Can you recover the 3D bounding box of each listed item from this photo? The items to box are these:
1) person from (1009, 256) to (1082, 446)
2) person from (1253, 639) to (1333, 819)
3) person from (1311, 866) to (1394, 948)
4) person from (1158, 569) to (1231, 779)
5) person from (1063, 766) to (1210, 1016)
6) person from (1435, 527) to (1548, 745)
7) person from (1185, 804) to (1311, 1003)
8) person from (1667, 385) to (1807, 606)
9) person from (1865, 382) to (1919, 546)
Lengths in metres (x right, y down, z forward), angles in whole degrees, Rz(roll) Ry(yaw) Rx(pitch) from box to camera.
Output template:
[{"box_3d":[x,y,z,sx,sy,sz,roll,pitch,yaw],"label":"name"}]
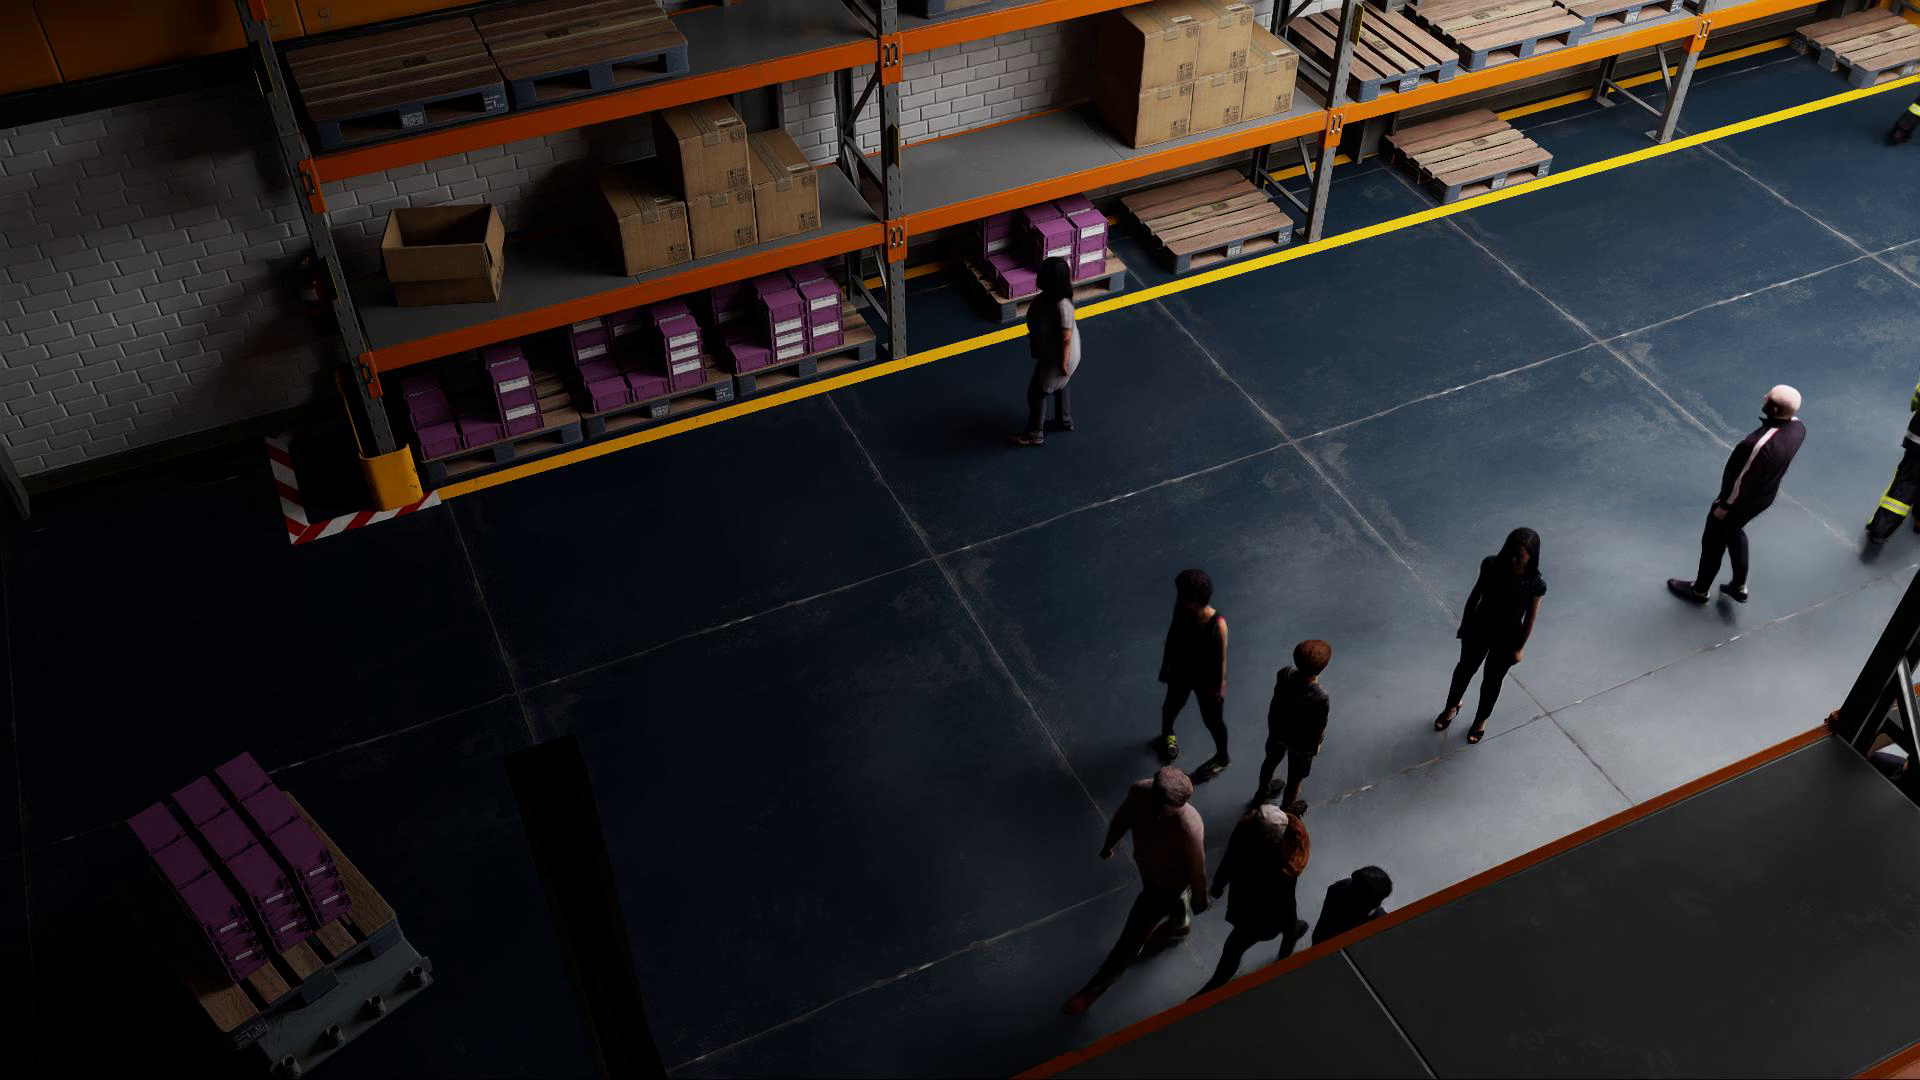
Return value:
[{"box_3d":[0.768,-1.411,12.271,0.878,1.591,0.792,1,44,1],"label":"person"},{"box_3d":[1.951,1.111,9.729,0.599,1.446,0.590,-33,53,-30],"label":"person"},{"box_3d":[1.949,2.189,8.394,0.505,1.726,0.634,-18,47,-18],"label":"person"},{"box_3d":[1.424,0.762,10.039,0.721,1.522,0.675,24,49,23],"label":"person"},{"box_3d":[1.138,1.732,8.810,1.197,1.814,0.795,-20,47,-20],"label":"person"},{"box_3d":[3.234,0.574,10.081,0.631,1.737,0.642,26,49,25],"label":"person"},{"box_3d":[1.628,1.877,8.817,1.089,1.595,0.679,-20,47,-20],"label":"person"},{"box_3d":[5.147,-0.241,10.869,0.745,1.831,0.822,-27,50,-25],"label":"person"},{"box_3d":[6.730,-0.748,11.320,1.124,1.942,1.376,29,51,27],"label":"person"}]
